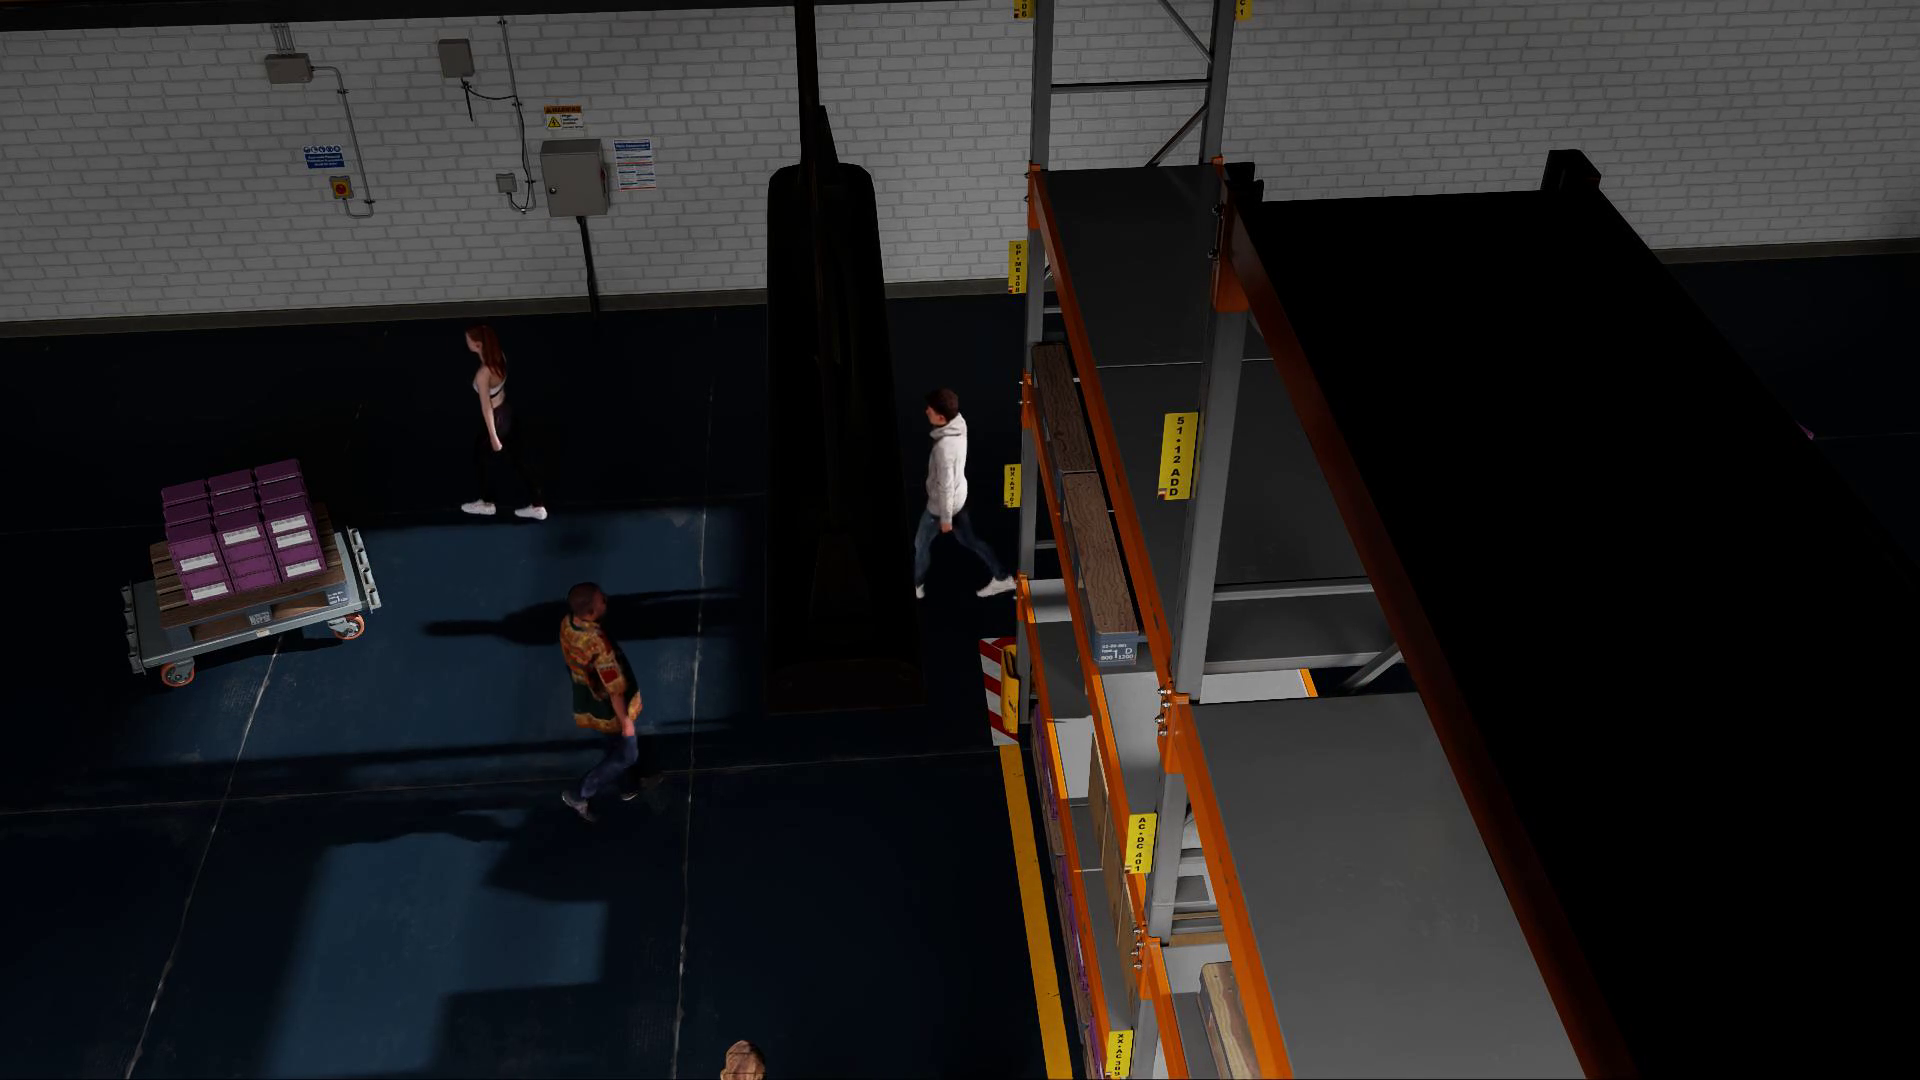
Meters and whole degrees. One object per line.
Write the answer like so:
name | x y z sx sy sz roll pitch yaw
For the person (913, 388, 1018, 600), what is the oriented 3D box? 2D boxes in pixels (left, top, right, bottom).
person | 0.004 -0.260 11.726 0.948 1.810 1.254 5 39 6

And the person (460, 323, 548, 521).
person | -3.383 -0.860 12.548 0.825 1.721 0.917 7 39 8

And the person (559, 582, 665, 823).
person | -2.226 1.018 10.137 1.002 1.796 1.007 -23 44 -26
